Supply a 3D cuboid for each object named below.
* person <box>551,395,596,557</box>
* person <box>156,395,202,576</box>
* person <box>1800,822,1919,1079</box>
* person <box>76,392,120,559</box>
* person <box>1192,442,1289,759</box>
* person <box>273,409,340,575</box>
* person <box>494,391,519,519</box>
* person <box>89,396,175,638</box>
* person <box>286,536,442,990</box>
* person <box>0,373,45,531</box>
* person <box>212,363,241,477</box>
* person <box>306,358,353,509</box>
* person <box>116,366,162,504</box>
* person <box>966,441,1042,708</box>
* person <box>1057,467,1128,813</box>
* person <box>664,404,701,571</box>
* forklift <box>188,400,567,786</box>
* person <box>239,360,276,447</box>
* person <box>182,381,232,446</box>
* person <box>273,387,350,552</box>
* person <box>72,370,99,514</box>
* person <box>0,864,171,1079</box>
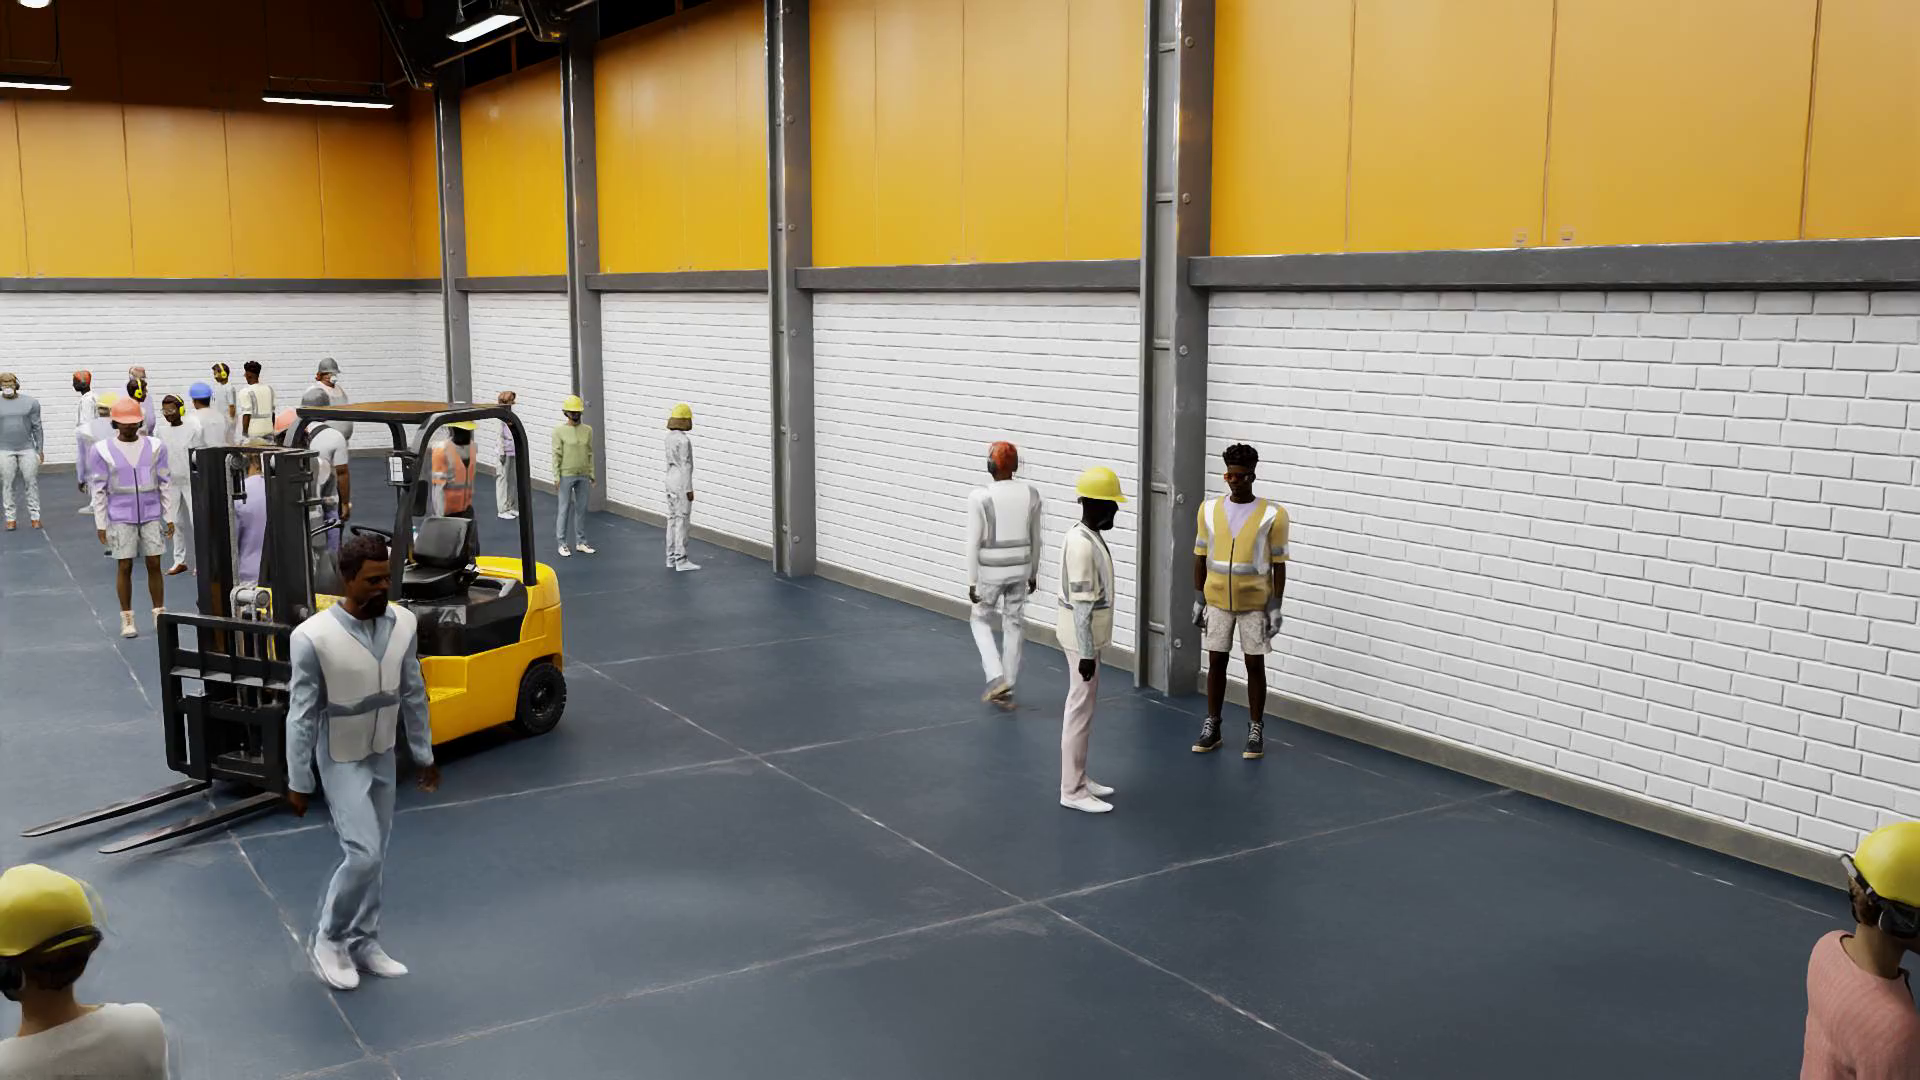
[{"bbox_3d":[-4.232,-0.706,18.288,0.325,1.767,0.533,8,12,43],"label":"person"},{"bbox_3d":[-7.942,-0.556,16.972,0.510,1.861,0.324,1,8,4],"label":"person"},{"bbox_3d":[2.007,1.466,3.686,0.344,1.756,0.532,2,9,12],"label":"person"},{"bbox_3d":[-9.250,-0.695,18.062,0.614,1.807,0.414,-4,9,-25],"label":"person"},{"bbox_3d":[1.729,0.372,10.346,0.602,1.966,0.368,4,9,25],"label":"person"},{"bbox_3d":[-4.907,0.051,12.312,0.605,2.035,0.421,-6,10,-35],"label":"person"},{"bbox_3d":[-5.791,-1.092,21.303,0.311,1.642,0.513,1,9,8],"label":"person"},{"bbox_3d":[-6.907,-0.191,13.934,0.613,2.033,0.411,-7,11,-38],"label":"person"},{"bbox_3d":[-2.491,0.917,6.900,0.444,1.899,0.611,4,9,24],"label":"person"},{"bbox_3d":[-11.500,-1.073,20.239,0.636,1.928,0.386,-5,10,-31],"label":"person"},{"bbox_3d":[-10.771,-1.664,24.418,0.329,1.865,0.515,-5,10,-33],"label":"person"},{"bbox_3d":[-8.293,-1.395,22.004,0.535,2.000,0.685,2,9,16],"label":"person"},{"bbox_3d":[-11.094,-1.400,22.513,0.406,1.902,0.638,1,8,5],"label":"person"},{"bbox_3d":[0.295,0.239,11.559,0.589,1.868,0.413,-3,9,-21],"label":"person"},{"bbox_3d":[0.737,0.547,9.308,0.386,1.922,0.594,1,8,7],"label":"person"},{"bbox_3d":[-2.909,-0.555,17.377,0.326,1.737,0.488,-5,10,-32],"label":"person"},{"bbox_3d":[-3.529,0.258,10.348,1.214,2.155,2.313,4,9,25],"label":"forklift"},{"bbox_3d":[-9.635,-1.480,22.826,0.364,1.964,0.611,3,9,21],"label":"person"},{"bbox_3d":[-8.187,-0.771,18.183,0.758,1.925,0.619,5,10,29],"label":"person"},{"bbox_3d":[-5.898,-0.395,15.265,0.689,2.000,0.540,1,9,7],"label":"person"},{"bbox_3d":[-11.404,-1.284,21.808,0.359,1.880,0.575,-3,9,-18],"label":"person"},{"bbox_3d":[-1.812,1.521,3.445,0.933,1.717,0.521,3,9,18],"label":"person"}]
